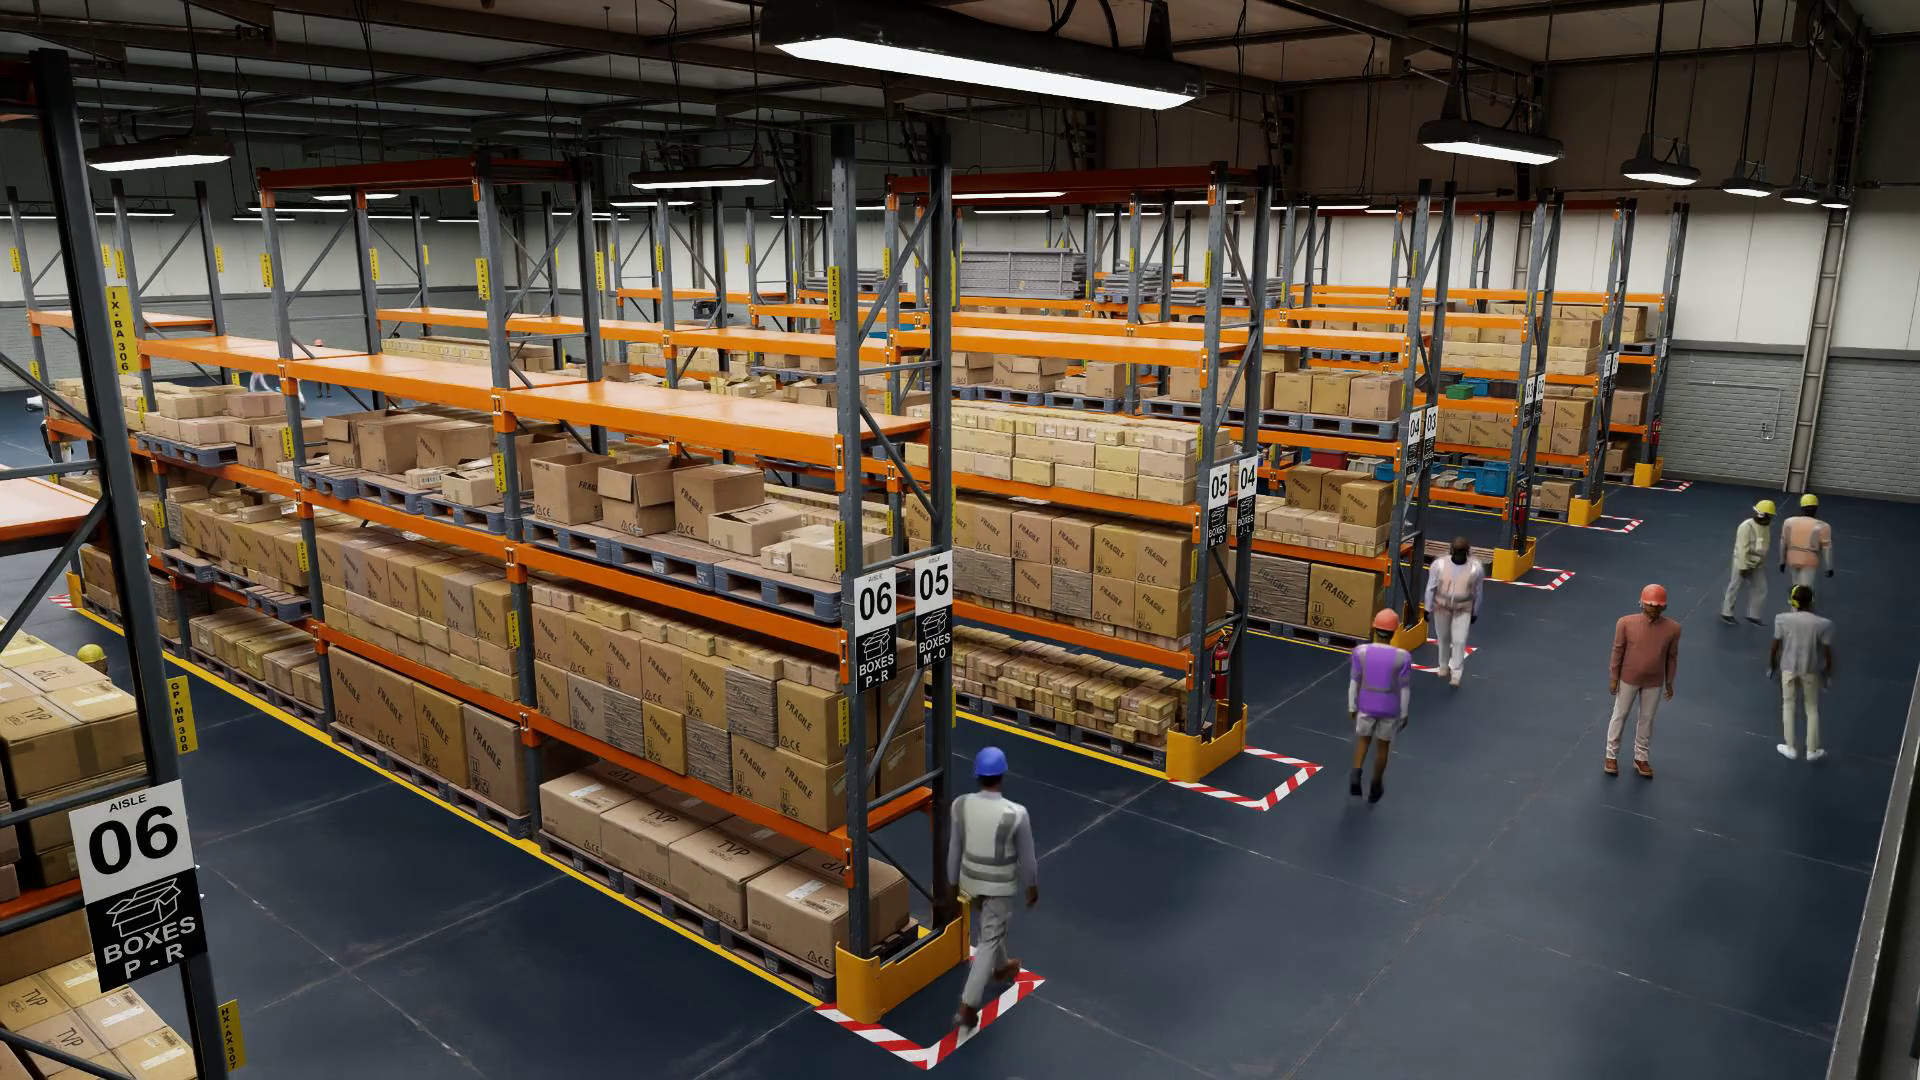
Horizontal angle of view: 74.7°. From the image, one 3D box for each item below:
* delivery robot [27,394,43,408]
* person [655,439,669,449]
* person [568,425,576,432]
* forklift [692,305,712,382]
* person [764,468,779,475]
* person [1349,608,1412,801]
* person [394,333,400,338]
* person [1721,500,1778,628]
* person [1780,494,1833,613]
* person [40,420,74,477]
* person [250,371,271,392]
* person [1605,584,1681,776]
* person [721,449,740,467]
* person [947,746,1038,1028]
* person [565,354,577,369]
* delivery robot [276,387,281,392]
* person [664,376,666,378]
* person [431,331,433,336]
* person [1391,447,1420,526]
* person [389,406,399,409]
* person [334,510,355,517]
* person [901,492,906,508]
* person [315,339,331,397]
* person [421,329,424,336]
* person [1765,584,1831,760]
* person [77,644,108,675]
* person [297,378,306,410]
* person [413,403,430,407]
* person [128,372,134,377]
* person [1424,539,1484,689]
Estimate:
[{"bbox_3d":[-28.546,-4.322,39.143,0.707,0.478,0.477,-2,14,-8],"label":"delivery robot"},{"bbox_3d":[-5.410,-1.161,23.366,0.545,1.938,0.357,-3,14,-13],"label":"person"},{"bbox_3d":[-8.815,-2.367,28.489,0.979,1.851,0.674,-4,14,-16],"label":"person"},{"bbox_3d":[-9.511,-7.392,47.124,1.873,2.768,1.129,11,17,38],"label":"forklift"},{"bbox_3d":[-4.330,-2.325,28.653,0.540,1.697,0.317,-5,15,-21],"label":"person"},{"bbox_3d":[3.997,1.600,12.043,0.551,1.922,0.515,8,16,30],"label":"person"},{"bbox_3d":[-21.567,-7.114,48.358,0.535,1.697,0.318,0,14,0],"label":"person"},{"bbox_3d":[11.023,0.343,17.466,0.616,1.794,0.717,-5,15,-20],"label":"person"},{"bbox_3d":[11.701,0.301,17.423,0.505,1.892,0.634,-8,16,-29],"label":"person"},{"bbox_3d":[-19.134,-1.932,26.770,0.431,1.836,0.619,1,14,6],"label":"person"},{"bbox_3d":[-23.139,-5.468,41.523,0.881,1.728,0.521,1,14,5],"label":"person"},{"bbox_3d":[6.882,1.403,12.700,0.613,1.995,0.390,3,14,13],"label":"person"},{"bbox_3d":[-3.876,-0.658,21.470,0.817,1.859,0.585,6,15,22],"label":"person"},{"bbox_3d":[0.178,2.400,8.803,0.622,1.906,0.972,9,16,32],"label":"person"},{"bbox_3d":[-12.323,-5.042,39.868,0.503,1.682,0.535,12,18,39],"label":"person"},{"bbox_3d":[-21.963,-4.797,40.558,0.335,0.223,0.698,-4,14,-17],"label":"delivery robot"},{"bbox_3d":[-9.119,-4.800,38.464,0.546,1.872,1.026,-3,14,-12],"label":"person"},{"bbox_3d":[-21.317,-7.613,50.602,0.825,1.601,0.545,-2,14,-10],"label":"person"},{"bbox_3d":[8.374,-1.269,23.912,0.598,1.898,0.827,-6,15,-23],"label":"person"},{"bbox_3d":[-16.678,-4.400,36.957,0.629,1.814,0.866,-1,14,-5],"label":"person"},{"bbox_3d":[-11.690,-1.152,23.410,0.639,1.895,0.920,6,15,22],"label":"person"},{"bbox_3d":[-0.888,0.214,17.784,0.642,1.905,0.399,-2,14,-9],"label":"person"},{"bbox_3d":[-21.447,-5.766,42.312,0.548,1.937,0.379,-4,14,-17],"label":"person"},{"bbox_3d":[-21.082,-7.513,49.959,0.826,1.727,0.505,-1,14,-6],"label":"person"},{"bbox_3d":[8.774,1.376,13.160,0.583,1.835,0.353,8,16,29],"label":"person"},{"bbox_3d":[-7.903,1.802,11.609,0.483,1.737,0.320,3,14,12],"label":"person"},{"bbox_3d":[-20.697,-4.944,38.970,0.822,1.917,0.650,11,17,38],"label":"person"},{"bbox_3d":[-14.457,-3.755,34.060,0.928,1.926,0.612,5,15,21],"label":"person"},{"bbox_3d":[-26.135,-4.979,39.256,0.997,1.855,0.671,11,17,38],"label":"person"},{"bbox_3d":[5.958,0.880,15.267,0.631,1.794,0.953,7,15,26],"label":"person"}]
